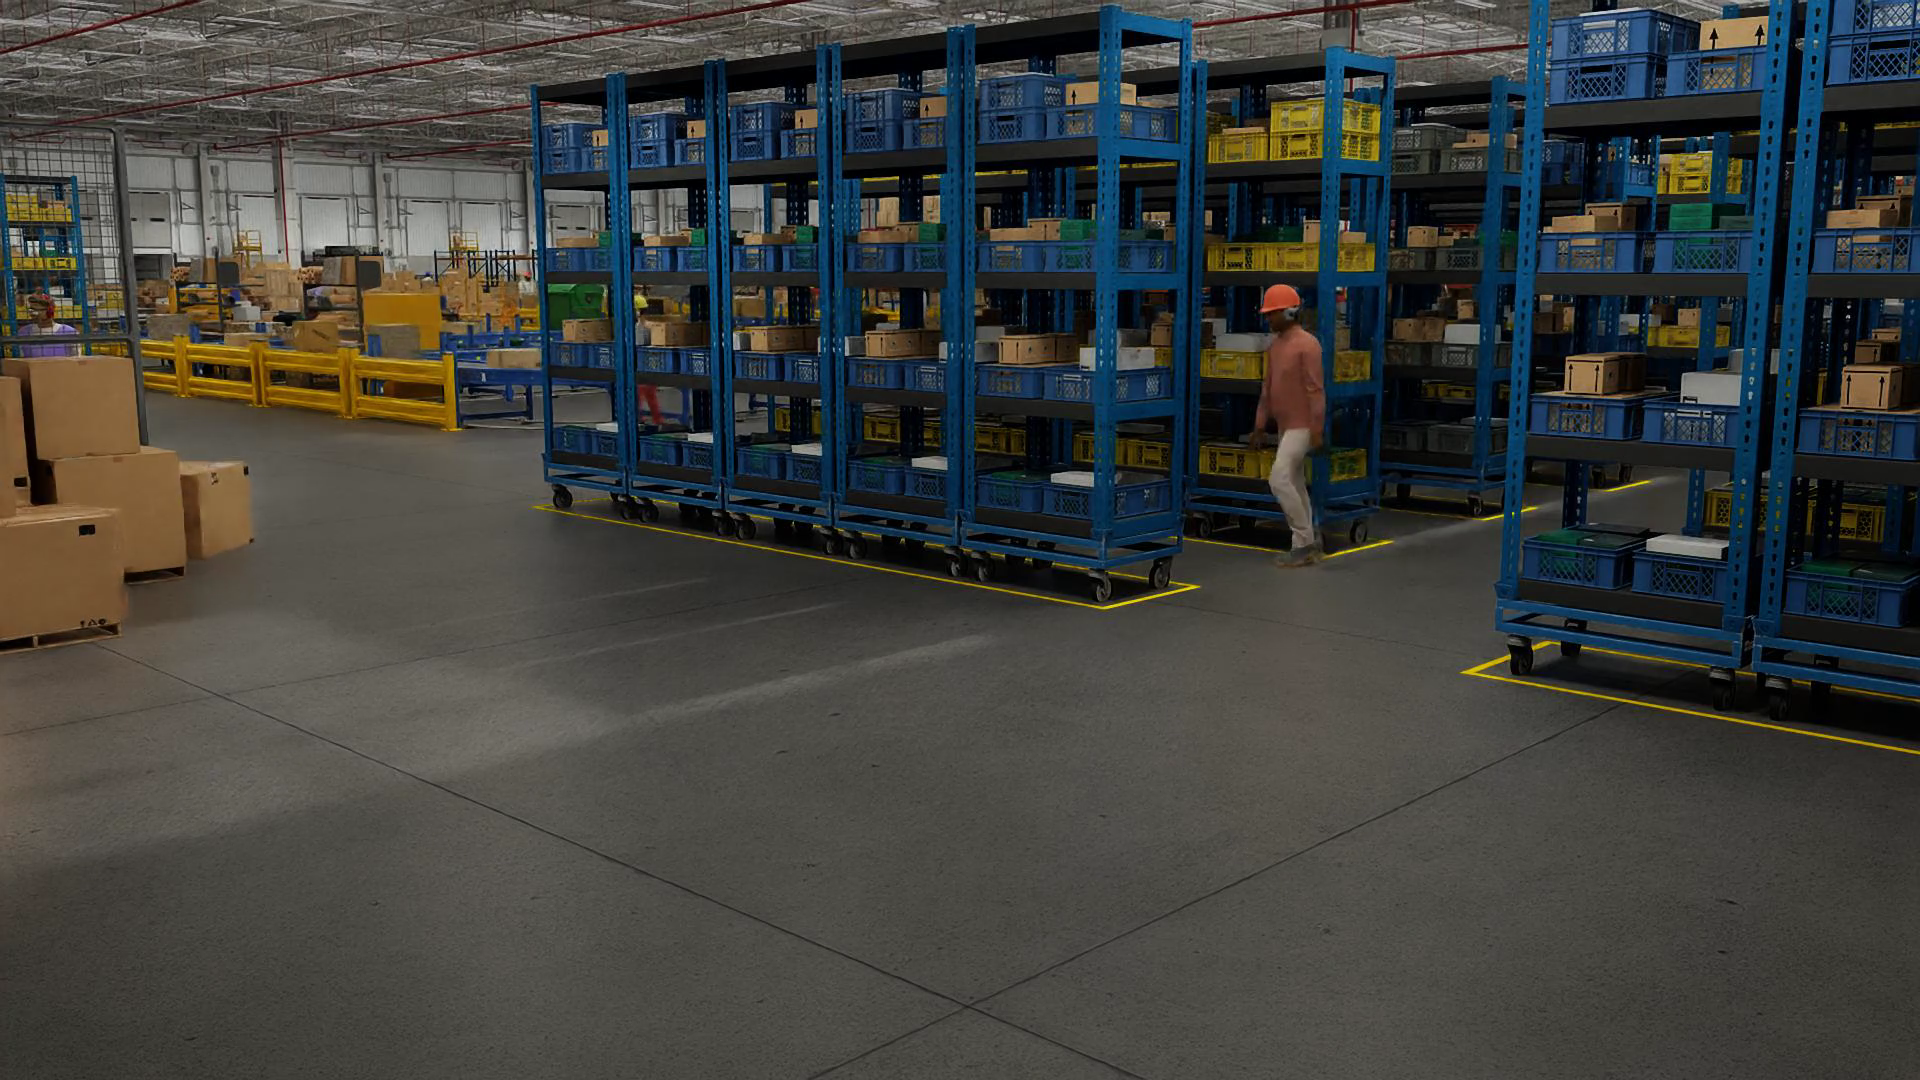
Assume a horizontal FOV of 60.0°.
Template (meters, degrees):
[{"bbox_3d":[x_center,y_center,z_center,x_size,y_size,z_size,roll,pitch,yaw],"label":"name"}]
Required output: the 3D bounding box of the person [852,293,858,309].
[{"bbox_3d":[-4.226,-9.495,65.983,0.540,1.624,0.427,-5,11,-29],"label":"person"}]

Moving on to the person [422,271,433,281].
[{"bbox_3d":[-27.444,-12.898,85.876,0.614,1.947,0.388,3,10,17],"label":"person"}]

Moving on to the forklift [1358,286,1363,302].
[{"bbox_3d":[11.100,-7.017,46.970,1.873,2.768,1.129,9,13,43],"label":"forklift"}]

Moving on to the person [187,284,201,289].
[{"bbox_3d":[-37.236,-12.047,80.948,0.601,1.849,0.850,-2,9,-12],"label":"person"}]

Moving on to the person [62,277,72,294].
[{"bbox_3d":[-24.422,-6.267,45.328,0.549,1.918,0.757,6,11,32],"label":"person"}]

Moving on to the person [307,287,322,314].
[{"bbox_3d":[-23.379,-8.700,60.338,1.000,1.891,0.548,2,10,14],"label":"person"}]

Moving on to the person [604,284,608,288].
[{"bbox_3d":[-16.048,-11.261,76.233,0.969,1.818,0.522,9,13,44],"label":"person"}]

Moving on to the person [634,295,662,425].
[{"bbox_3d":[-3.970,-2.099,20.278,0.784,1.733,0.553,-6,11,-33],"label":"person"}]

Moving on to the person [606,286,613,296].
[{"bbox_3d":[-13.427,-9.212,64.042,0.317,1.695,0.540,-9,13,-43],"label":"person"}]

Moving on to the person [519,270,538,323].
[{"bbox_3d":[-14.825,-8.260,57.207,0.608,2.031,0.473,-7,12,-36],"label":"person"}]

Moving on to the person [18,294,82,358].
[{"bbox_3d":[-8.433,-1.362,15.474,0.565,1.841,0.396,0,9,0],"label":"person"}]

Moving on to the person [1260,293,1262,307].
[{"bbox_3d":[8.131,-6.427,46.381,0.673,1.881,0.785,-1,9,-9],"label":"person"}]

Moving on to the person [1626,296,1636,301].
[{"bbox_3d":[14.926,-4.810,36.664,0.616,1.821,0.419,9,13,43],"label":"person"}]

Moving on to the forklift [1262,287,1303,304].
[{"bbox_3d":[10.769,-8.203,54.240,1.129,2.768,1.873,8,12,42],"label":"forklift"}]

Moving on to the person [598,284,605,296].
[{"bbox_3d":[-14.668,-9.824,67.265,0.986,1.868,0.643,-1,9,-8],"label":"person"}]

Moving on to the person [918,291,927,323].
[{"bbox_3d":[-1.033,-5.629,41.710,0.403,1.820,0.600,-4,10,-21],"label":"person"}]

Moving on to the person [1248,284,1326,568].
[{"bbox_3d":[2.282,-0.776,11.501,0.489,1.966,0.630,-2,9,-10],"label":"person"}]

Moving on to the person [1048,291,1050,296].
[{"bbox_3d":[2.971,-8.001,56.587,0.585,1.697,0.891,0,9,3],"label":"person"}]
